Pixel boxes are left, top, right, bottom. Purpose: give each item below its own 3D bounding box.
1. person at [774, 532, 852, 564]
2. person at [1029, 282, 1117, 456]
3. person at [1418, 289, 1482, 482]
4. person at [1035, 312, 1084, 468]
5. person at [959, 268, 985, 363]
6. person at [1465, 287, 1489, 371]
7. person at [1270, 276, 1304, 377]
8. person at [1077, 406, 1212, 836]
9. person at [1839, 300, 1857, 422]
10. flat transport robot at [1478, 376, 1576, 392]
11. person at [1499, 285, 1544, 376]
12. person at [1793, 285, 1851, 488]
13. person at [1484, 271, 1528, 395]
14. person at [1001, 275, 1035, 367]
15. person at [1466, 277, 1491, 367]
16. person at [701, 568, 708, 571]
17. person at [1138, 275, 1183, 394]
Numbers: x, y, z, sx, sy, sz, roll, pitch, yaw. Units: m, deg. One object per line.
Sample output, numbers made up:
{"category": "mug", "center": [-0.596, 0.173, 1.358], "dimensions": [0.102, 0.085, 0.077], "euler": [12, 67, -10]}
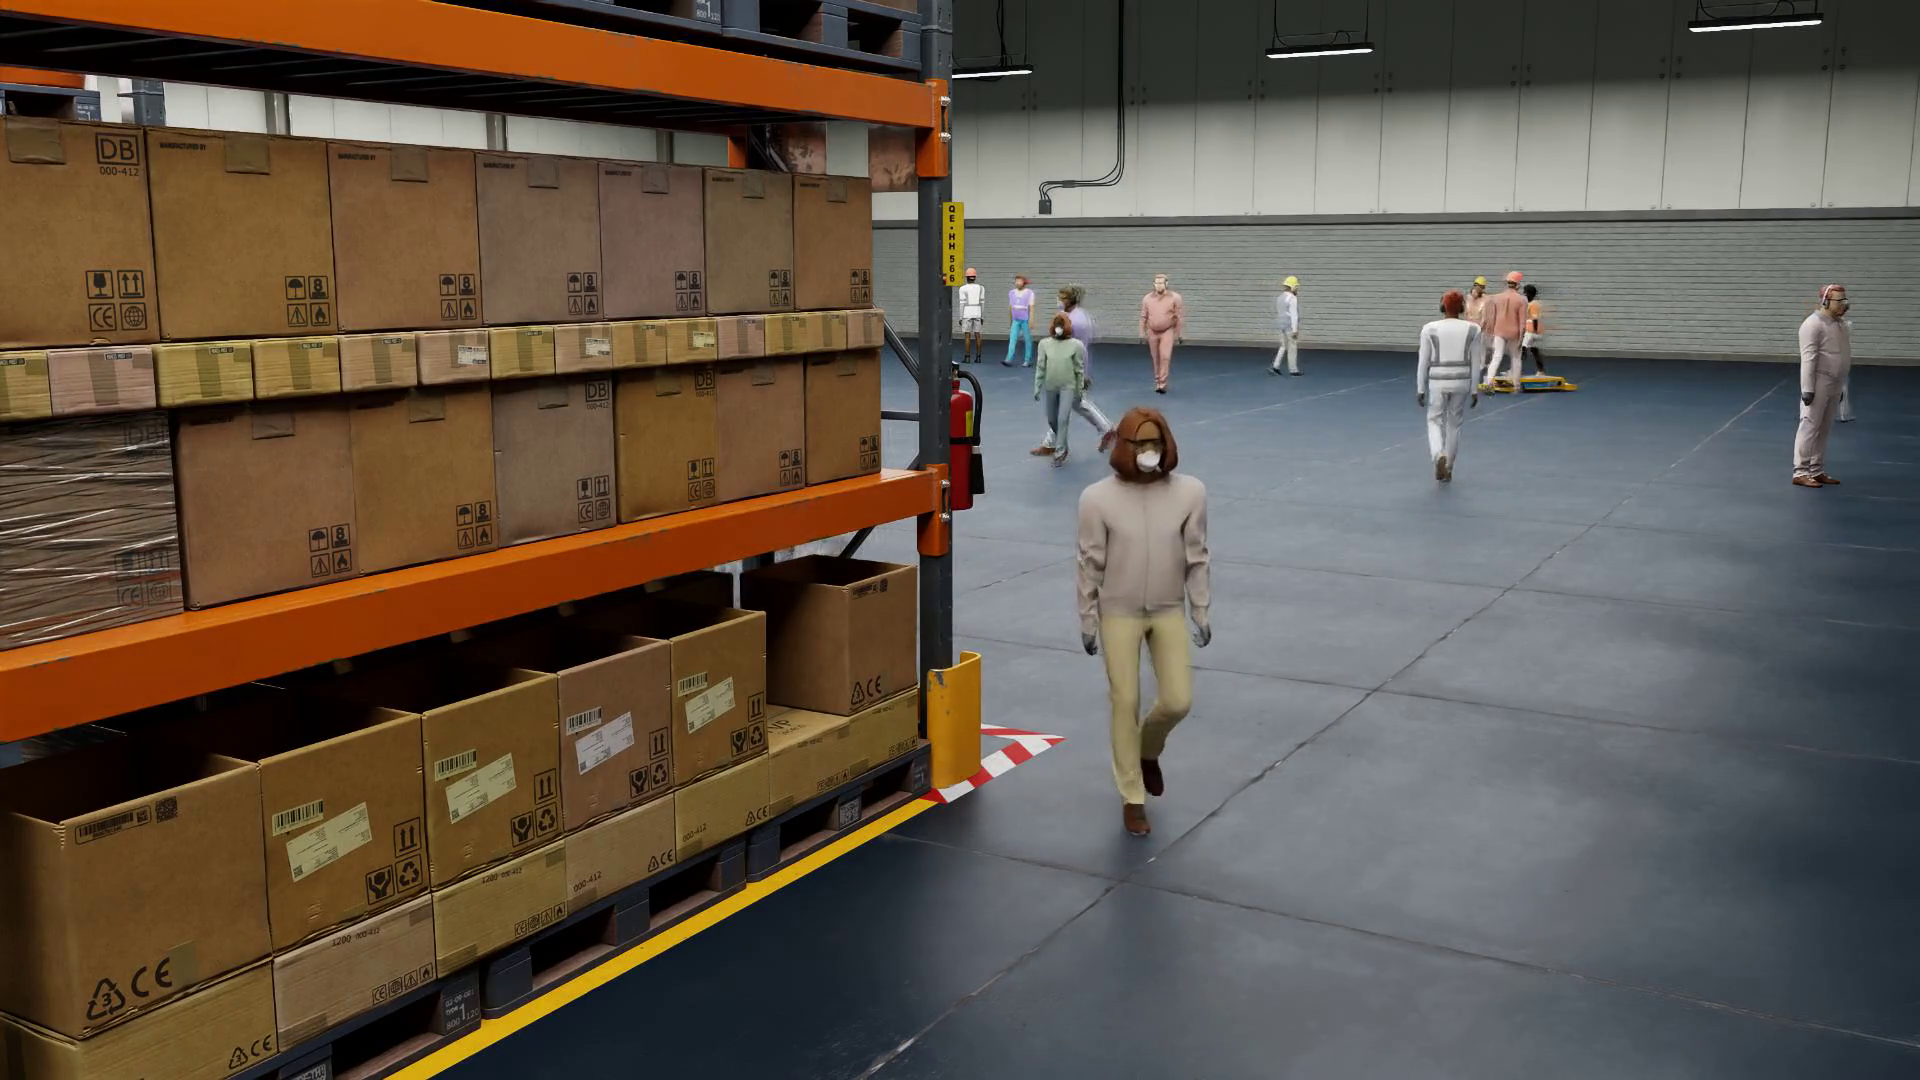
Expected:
{"category": "person", "center": [-0.848, -0.324, 9.388], "dimensions": [0.652, 1.815, 0.626], "euler": [8, 12, 39]}
{"category": "person", "center": [1.271, -1.858, 18.146], "dimensions": [0.961, 1.902, 0.636], "euler": [-2, 10, -10]}
{"category": "person", "center": [4.665, -1.452, 15.860], "dimensions": [0.582, 1.865, 0.666], "euler": [2, 10, 10]}
{"category": "person", "center": [1.061, -1.588, 17.400], "dimensions": [0.503, 1.610, 0.746], "euler": [4, 10, 21]}
{"category": "person", "center": [0.230, -4.554, 33.812], "dimensions": [0.550, 1.935, 0.359], "euler": [-4, 10, -21]}
{"category": "person", "center": [9.695, -3.972, 31.390], "dimensions": [0.884, 1.591, 0.514], "euler": [-9, 13, -43]}
{"category": "person", "center": [5.947, -3.850, 30.023], "dimensions": [0.448, 1.833, 0.606], "euler": [-3, 10, -14]}
{"category": "person", "center": [0.695, 0.292, 6.341], "dimensions": [0.525, 1.620, 0.412], "euler": [-1, 10, -6]}
{"category": "person", "center": [11.439, -2.327, 21.709], "dimensions": [0.774, 1.605, 0.525], "euler": [-6, 11, -31]}
{"category": "flat transport robot", "center": [9.125, -2.531, 26.829], "dimensions": [1.431, 0.197, 0.652], "euler": [-3, 10, -16]}
{"category": "person", "center": [9.959, -3.655, 29.335], "dimensions": [0.856, 1.654, 0.539], "euler": [2, 10, 12]}
{"category": "person", "center": [8.191, -1.454, 15.746], "dimensions": [0.651, 1.906, 0.403], "euler": [-7, 12, -37]}
{"category": "person", "center": [8.563, -3.238, 26.070], "dimensions": [0.610, 1.958, 0.975], "euler": [8, 13, 39]}
{"category": "person", "center": [1.151, -4.255, 32.440], "dimensions": [0.597, 1.796, 0.942], "euler": [6, 11, 30]}
{"category": "person", "center": [10.213, -4.294, 32.784], "dimensions": [0.525, 1.769, 0.316], "euler": [9, 13, 44]}
{"category": "person", "center": [-1.278, -0.020, 7.838], "dimensions": [0.725, 1.741, 0.524], "euler": [-8, 13, -39]}
{"category": "person", "center": [3.143, -3.252, 26.365], "dimensions": [0.678, 1.865, 0.915], "euler": [4, 10, 22]}
